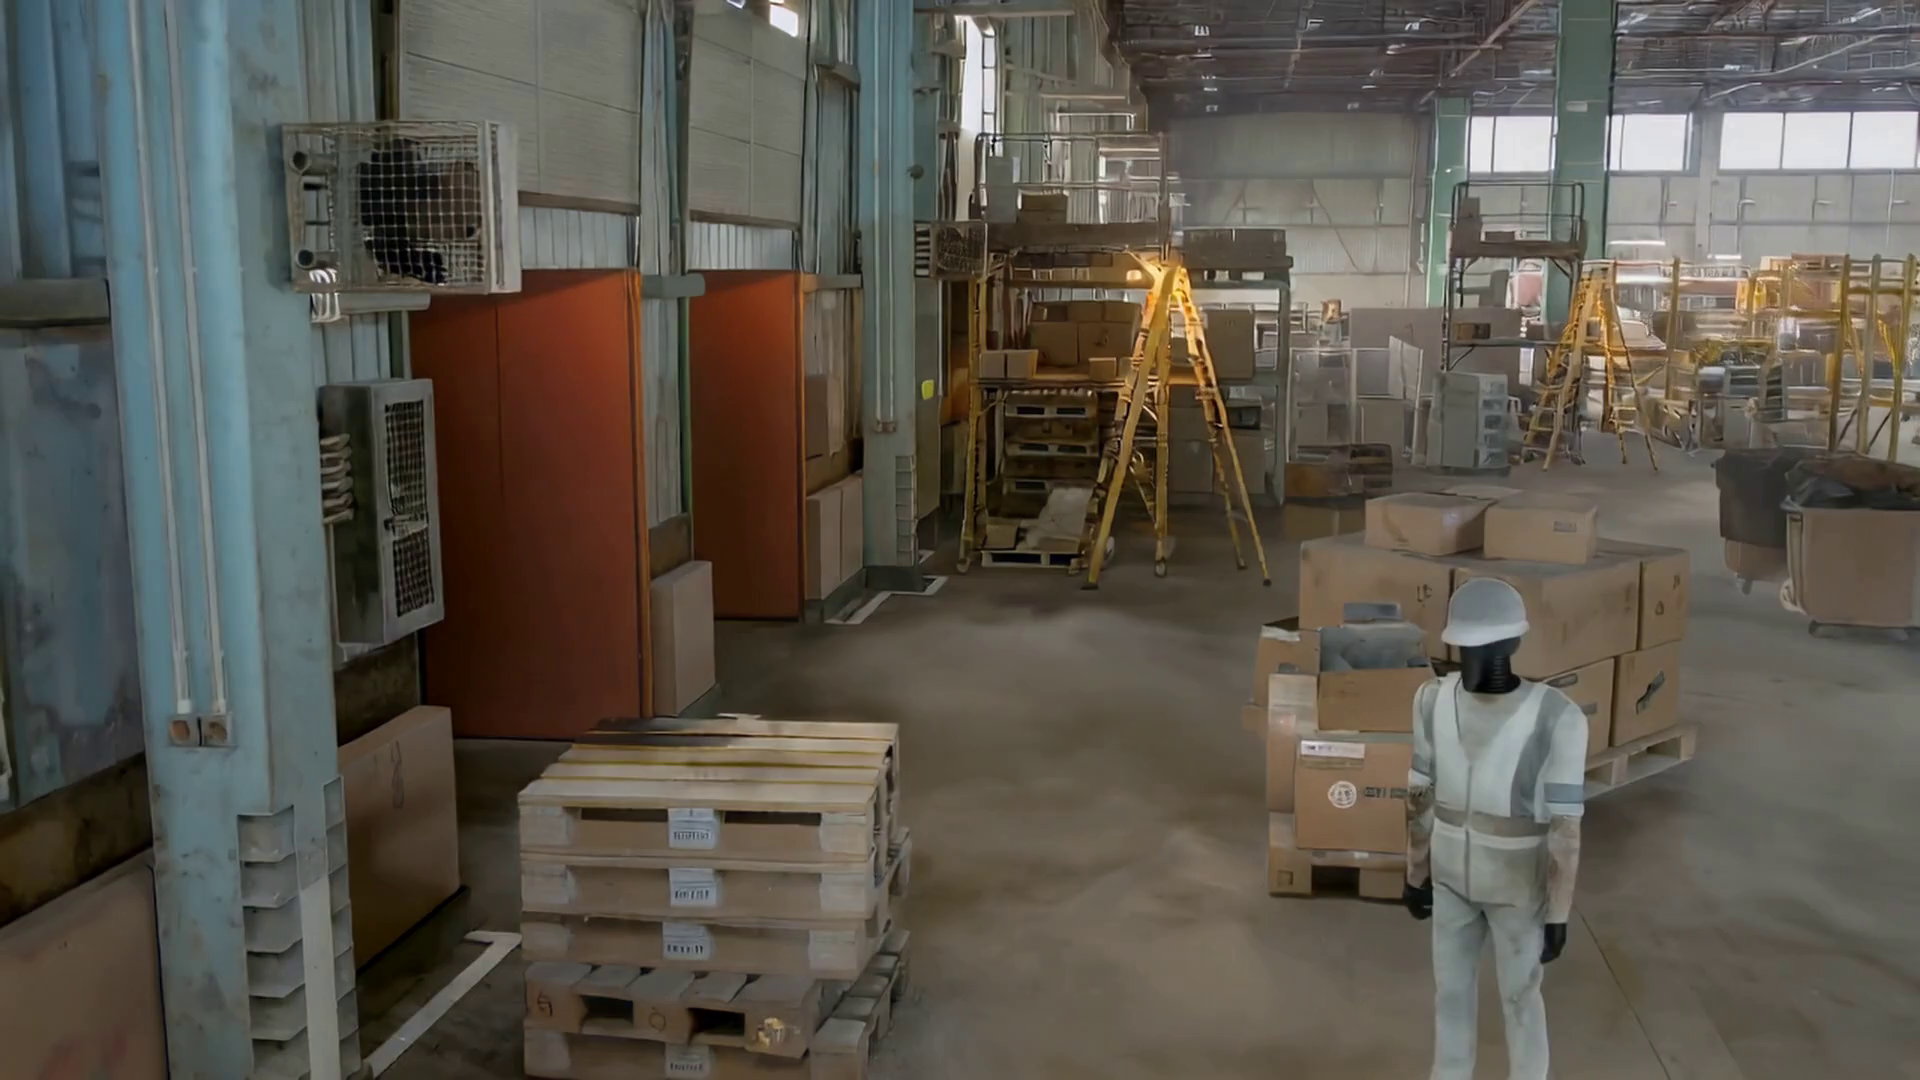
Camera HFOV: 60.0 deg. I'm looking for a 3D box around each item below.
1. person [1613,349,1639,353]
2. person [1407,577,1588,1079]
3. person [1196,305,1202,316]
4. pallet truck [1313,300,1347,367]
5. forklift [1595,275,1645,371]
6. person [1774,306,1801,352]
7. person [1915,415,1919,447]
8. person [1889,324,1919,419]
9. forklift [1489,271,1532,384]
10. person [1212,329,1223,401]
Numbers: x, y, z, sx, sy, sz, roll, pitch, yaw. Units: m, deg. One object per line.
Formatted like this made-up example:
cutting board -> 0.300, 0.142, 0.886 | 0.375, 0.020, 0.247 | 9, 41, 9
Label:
person -> 16.645, -4.774, 41.404 | 0.610, 1.835, 0.958 | -4, 10, -25
person -> 1.638, 1.059, 5.201 | 0.397, 1.919, 0.585 | -9, 13, -43
person -> 6.343, -5.338, 44.626 | 0.544, 1.929, 0.386 | -6, 11, -31
pallet truck -> 11.159, -6.200, 49.718 | 0.823, 1.965, 1.885 | 4, 10, 26
forklift -> 18.081, -6.116, 46.484 | 1.873, 2.768, 1.129 | -3, 10, -19
person -> 23.107, -5.598, 46.437 | 0.615, 1.859, 1.036 | 3, 10, 19
person -> 15.697, -2.347, 26.773 | 0.485, 1.738, 0.322 | -5, 10, -26
person -> 18.187, -3.245, 32.009 | 0.399, 1.830, 0.606 | 1, 9, 4
forklift -> 13.422, -5.322, 41.591 | 1.873, 2.768, 1.129 | 1, 9, 9
person -> 5.447, -3.626, 34.976 | 0.314, 1.634, 0.516 | -3, 10, -19
